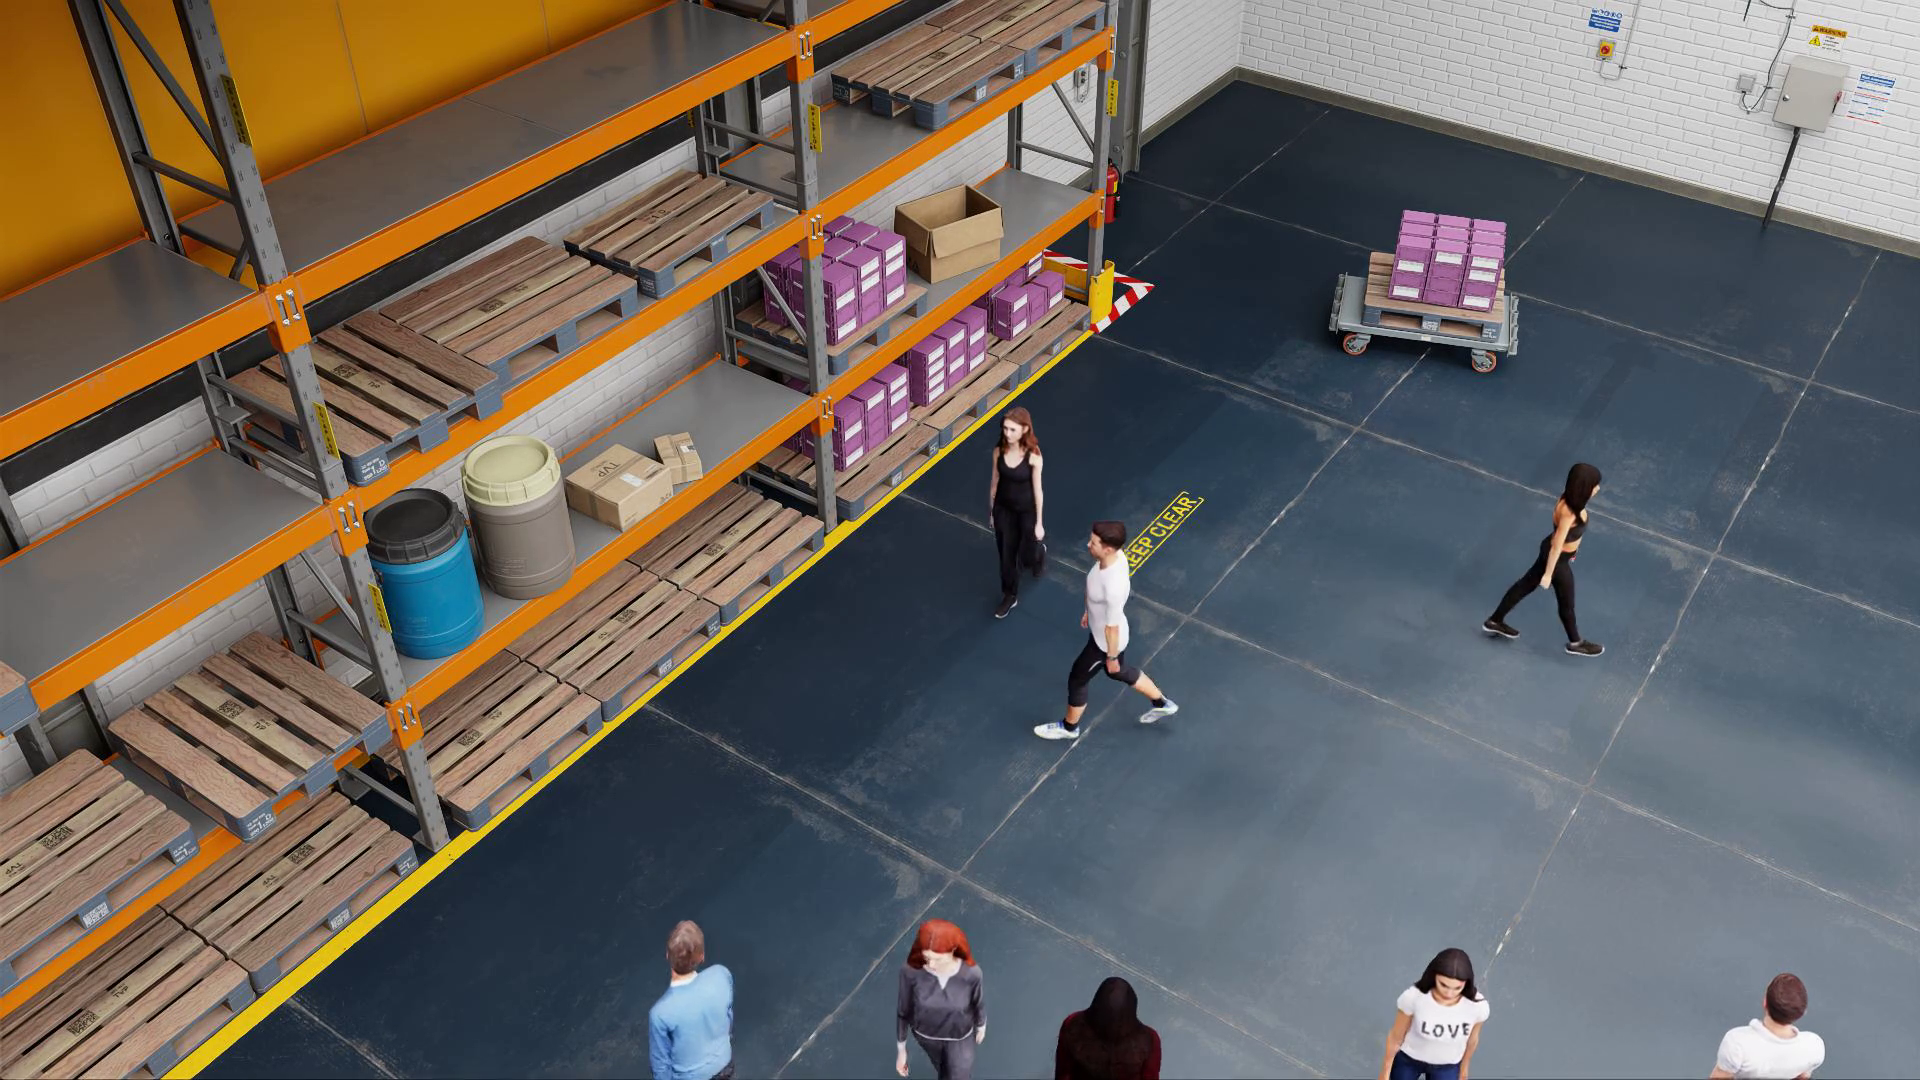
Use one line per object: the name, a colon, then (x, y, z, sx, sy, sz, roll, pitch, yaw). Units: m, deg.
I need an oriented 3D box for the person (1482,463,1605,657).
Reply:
person: (4.089, 0.121, 11.656, 0.846, 1.599, 1.068, 12, 40, 14)

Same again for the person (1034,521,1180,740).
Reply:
person: (1.055, 0.618, 10.859, 1.174, 1.817, 1.241, 1, 39, 2)

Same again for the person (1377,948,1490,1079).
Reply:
person: (2.351, 2.584, 8.451, 0.852, 1.751, 0.999, 5, 39, 7)

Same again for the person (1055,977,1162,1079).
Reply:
person: (0.706, 2.798, 8.186, 0.794, 1.747, 0.878, 10, 40, 12)

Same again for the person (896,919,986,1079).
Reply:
person: (-0.088, 2.476, 8.596, 0.861, 1.738, 1.070, 6, 39, 7)

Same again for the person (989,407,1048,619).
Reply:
person: (0.457, -0.251, 12.014, 0.682, 1.734, 0.915, 17, 42, 20)

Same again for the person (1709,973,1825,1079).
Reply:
person: (3.803, 2.783, 8.120, 0.733, 1.852, 0.756, -1, 39, -2)

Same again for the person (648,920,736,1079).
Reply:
person: (-1.256, 2.659, 8.339, 1.130, 1.772, 0.921, -30, 47, -32)
